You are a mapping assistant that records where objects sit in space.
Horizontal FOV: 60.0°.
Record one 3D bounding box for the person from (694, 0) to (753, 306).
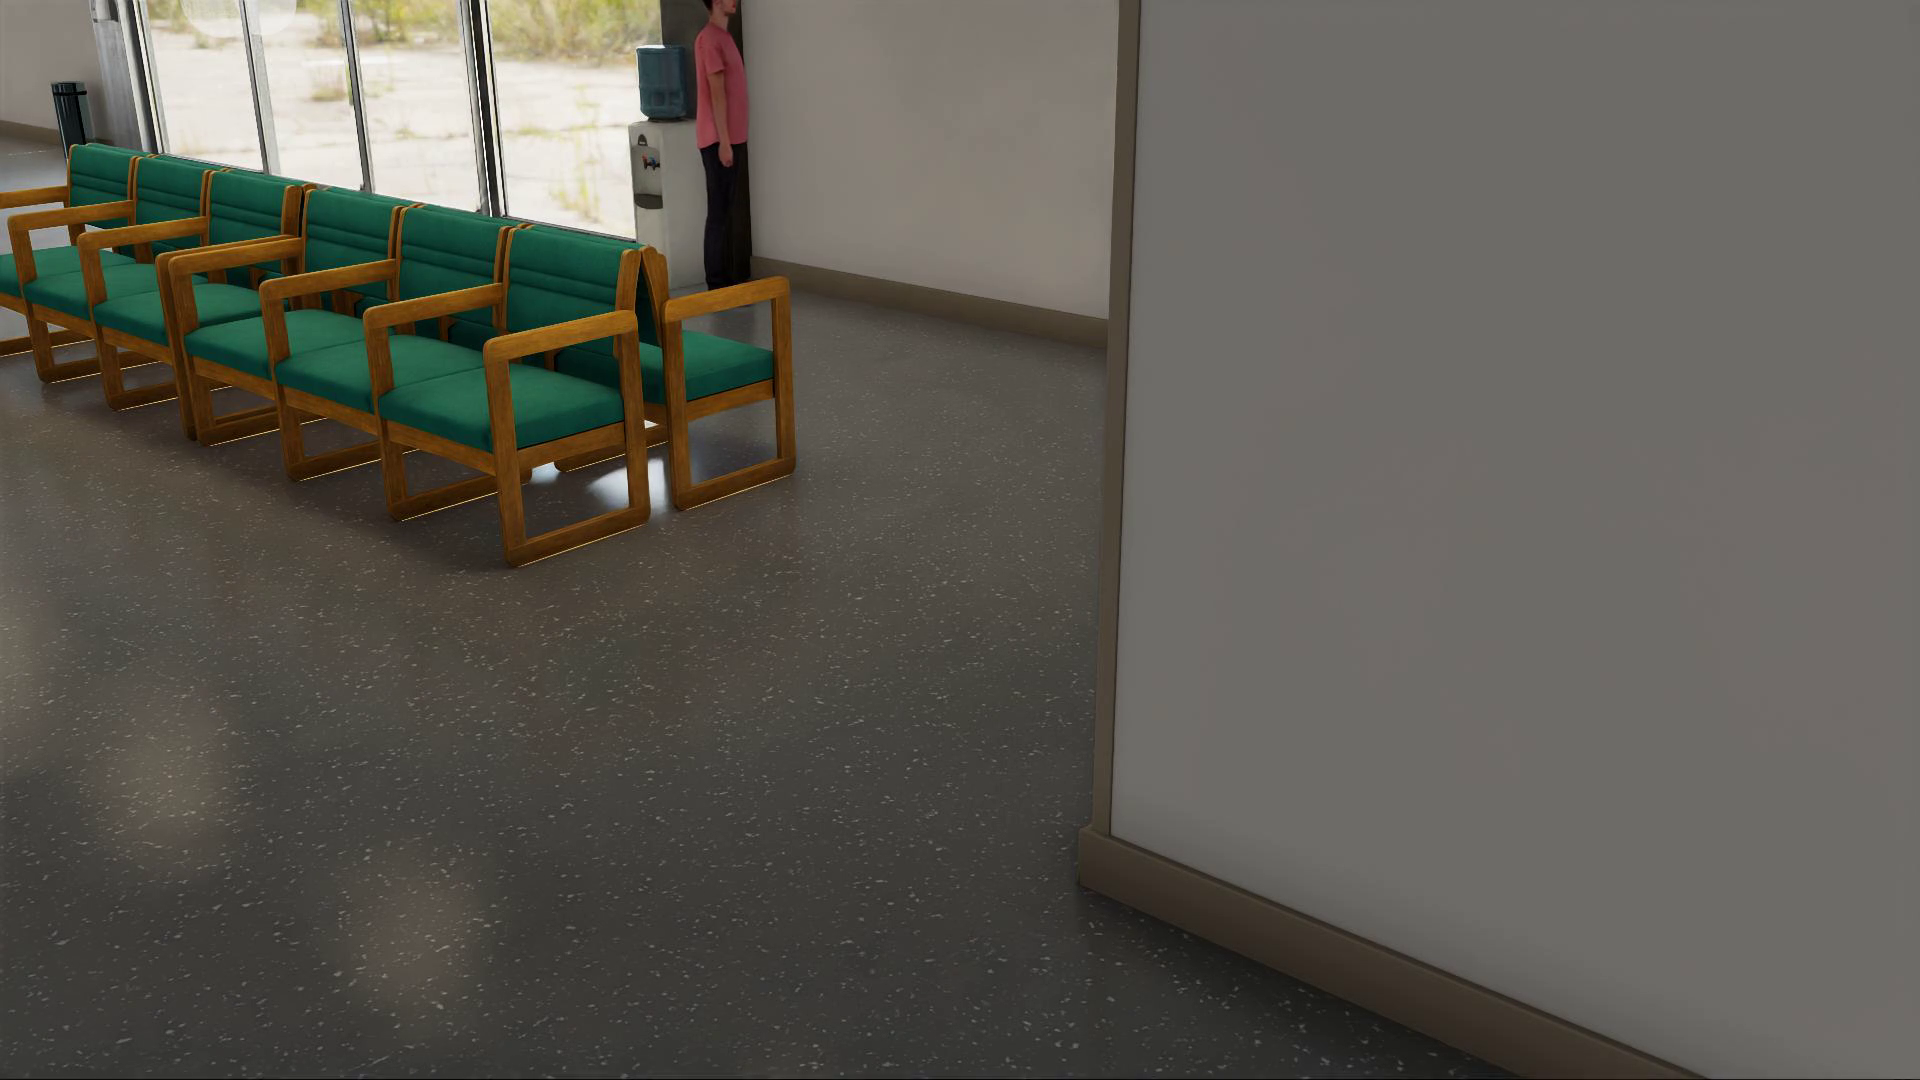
[{"bbox_3d":[-1.458,-2.431,10.102,0.764,1.957,0.692,-1,21,-2],"label":"person"}]
